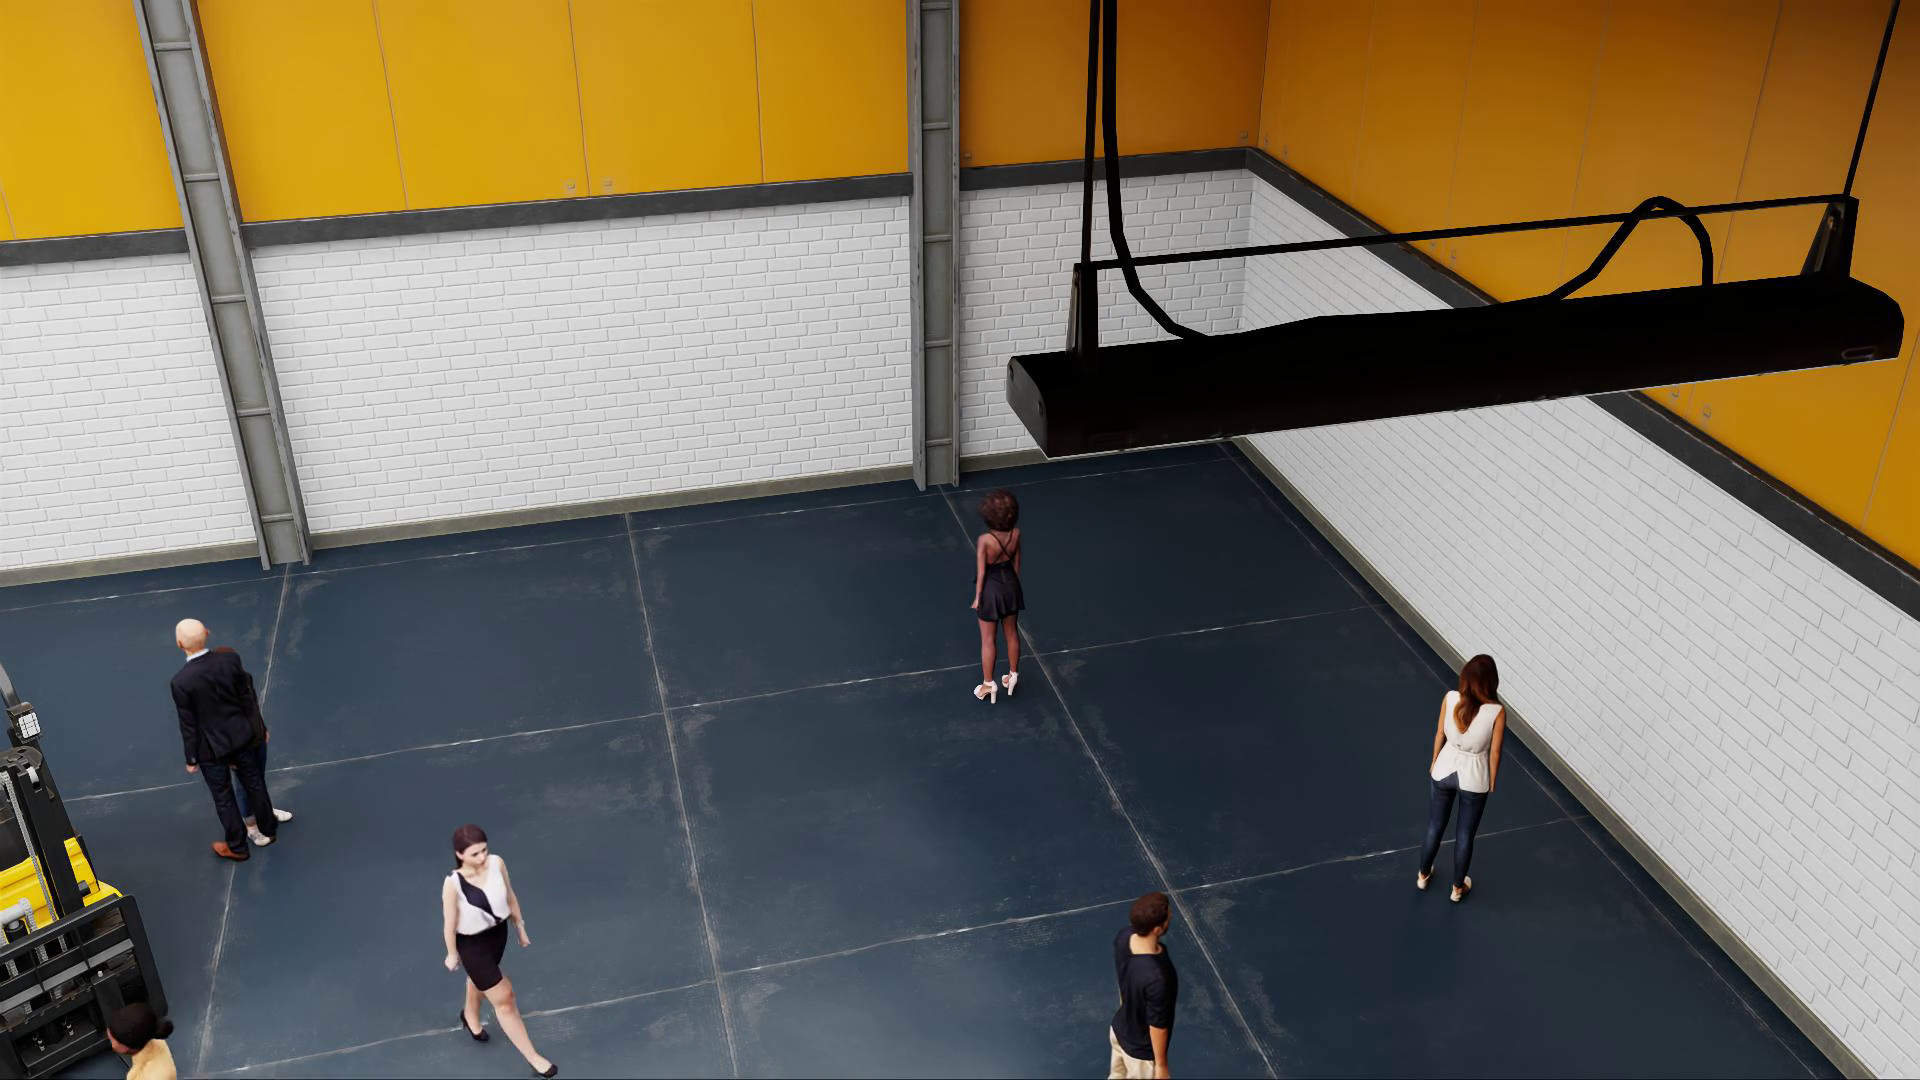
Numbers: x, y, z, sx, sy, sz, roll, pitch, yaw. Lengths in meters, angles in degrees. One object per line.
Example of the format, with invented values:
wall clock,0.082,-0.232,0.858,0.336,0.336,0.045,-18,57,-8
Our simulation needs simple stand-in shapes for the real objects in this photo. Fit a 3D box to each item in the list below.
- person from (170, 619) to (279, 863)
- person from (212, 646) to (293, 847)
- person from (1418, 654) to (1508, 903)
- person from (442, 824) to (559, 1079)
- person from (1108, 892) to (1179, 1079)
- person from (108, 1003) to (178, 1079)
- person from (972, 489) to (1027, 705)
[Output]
person,-4.865,1.310,10.956,0.829,1.798,0.744,19,34,30
person,-4.830,1.349,11.214,0.633,1.483,0.636,5,29,10
person,3.188,1.518,10.591,0.659,1.782,0.705,18,34,30
person,-2.742,2.263,9.406,1.073,1.609,1.050,18,33,29
person,0.919,2.572,8.586,0.568,1.851,0.647,-9,30,-17
person,-3.779,2.906,8.194,0.732,1.640,0.688,-18,34,-30
person,0.293,0.425,12.589,0.564,1.787,0.675,-17,33,-29
